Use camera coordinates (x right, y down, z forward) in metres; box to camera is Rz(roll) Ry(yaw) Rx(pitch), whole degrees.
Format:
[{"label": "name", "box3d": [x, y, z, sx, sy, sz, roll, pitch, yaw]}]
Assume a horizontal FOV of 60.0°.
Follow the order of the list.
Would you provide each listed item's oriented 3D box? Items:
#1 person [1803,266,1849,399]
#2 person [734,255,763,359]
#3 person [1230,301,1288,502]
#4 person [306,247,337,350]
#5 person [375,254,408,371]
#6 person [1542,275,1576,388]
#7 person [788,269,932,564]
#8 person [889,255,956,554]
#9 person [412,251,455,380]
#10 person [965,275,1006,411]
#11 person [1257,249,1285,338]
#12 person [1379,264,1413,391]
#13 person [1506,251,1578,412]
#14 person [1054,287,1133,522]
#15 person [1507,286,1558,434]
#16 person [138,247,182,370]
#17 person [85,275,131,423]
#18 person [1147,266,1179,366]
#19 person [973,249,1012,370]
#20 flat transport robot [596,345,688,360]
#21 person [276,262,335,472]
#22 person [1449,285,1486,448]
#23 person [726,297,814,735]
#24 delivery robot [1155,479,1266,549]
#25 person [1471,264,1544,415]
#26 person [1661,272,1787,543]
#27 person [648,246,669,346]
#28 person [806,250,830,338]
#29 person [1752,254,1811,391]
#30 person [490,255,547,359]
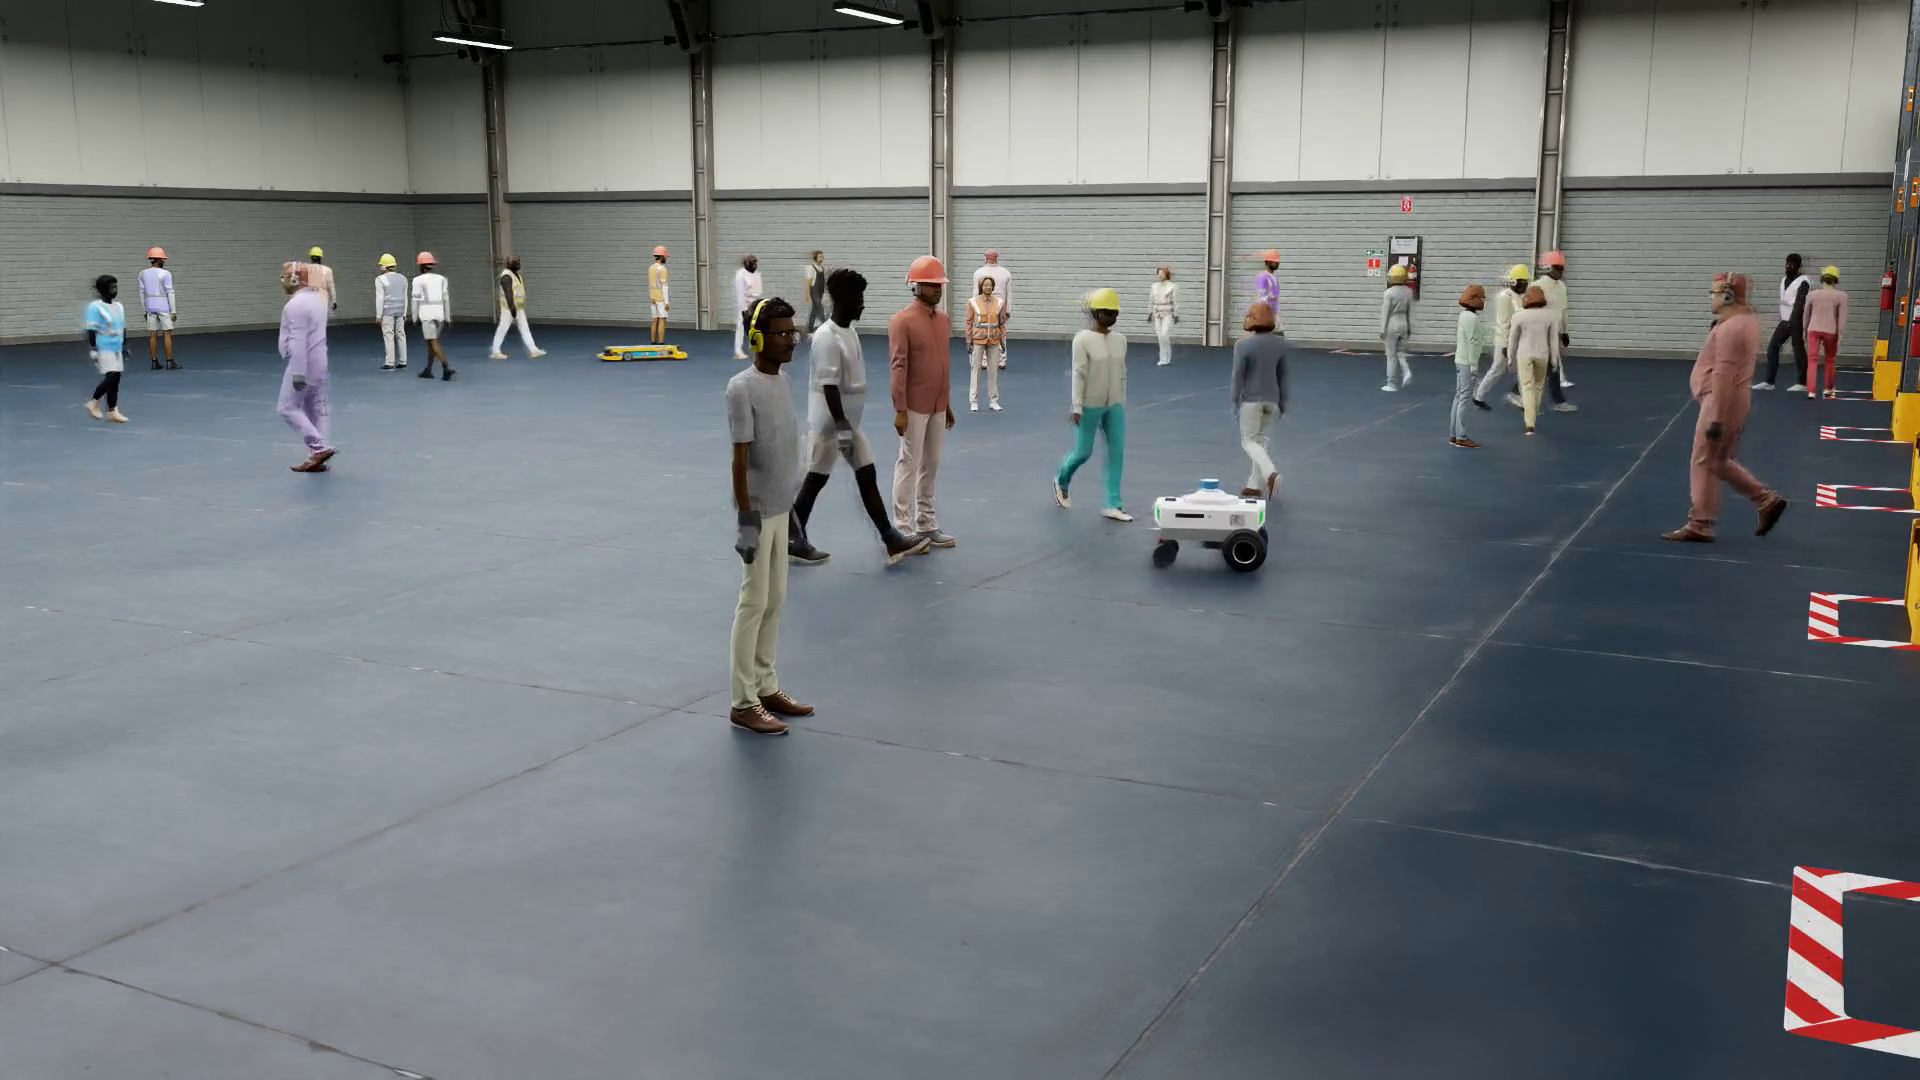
[{"label": "person", "box3d": [11.335, -2.716, 21.825, 0.528, 1.723, 0.883, 6, 12, 30]}, {"label": "person", "box3d": [-3.539, -3.977, 28.500, 0.961, 1.788, 0.647, 7, 12, 33]}, {"label": "person", "box3d": [2.425, -1.097, 13.308, 0.503, 1.614, 0.675, -4, 11, -23]}, {"label": "person", "box3d": [-11.958, -4.505, 31.080, 0.609, 1.897, 0.791, -1, 10, -4]}, {"label": "person", "box3d": [-8.978, -3.584, 26.230, 0.404, 1.836, 0.597, 6, 12, 30]}, {"label": "person", "box3d": [8.303, -2.910, 23.190, 0.794, 1.607, 0.521, 6, 12, 30]}, {"label": "person", "box3d": [-0.701, -0.767, 10.654, 1.001, 1.906, 0.630, 3, 11, 16]}, {"label": "person", "box3d": [-0.234, -0.913, 11.235, 0.396, 1.992, 0.623, 7, 13, 34]}, {"label": "person", "box3d": [-7.775, -3.305, 24.566, 0.945, 1.902, 0.555, 9, 13, 39]}, {"label": "person", "box3d": [0.313, -2.393, 20.264, 0.515, 1.645, 0.309, -3, 11, -16]}, {"label": "person", "box3d": [4.770, -3.481, 25.443, 0.452, 1.921, 0.561, 7, 13, 34]}, {"label": "person", "box3d": [5.957, -2.892, 22.725, 0.504, 1.728, 0.404, -6, 12, -28]}, {"label": "person", "box3d": [7.184, -2.577, 20.457, 0.621, 1.951, 1.012, -9, 14, -40]}, {"label": "person", "box3d": [1.022, -1.034, 12.554, 0.531, 1.742, 0.729, -7, 12, -32]}, {"label": "person", "box3d": [6.195, -1.957, 18.037, 0.501, 1.579, 0.873, 1, 10, 5]}, {"label": "person", "box3d": [-12.695, -3.661, 26.389, 0.552, 1.931, 0.369, 1, 10, 6]}, {"label": "person", "box3d": [-9.654, -2.155, 18.846, 0.383, 1.684, 0.547, 1, 10, 6]}, {"label": "person", "box3d": [3.302, -3.656, 27.196, 0.531, 1.621, 0.409, 10, 14, 43]}, {"label": "person", "box3d": [0.496, -3.659, 26.455, 0.650, 1.906, 0.401, -3, 11, -18]}, {"label": "flat transport robot", "box3d": [-5.459, -3.222, 28.532, 1.431, 0.197, 0.652, -5, 11, -23]}, {"label": "person", "box3d": [-5.893, -1.534, 14.890, 0.427, 1.892, 0.676, -1, 10, -5]}, {"label": "person", "box3d": [5.144, -1.755, 16.812, 0.265, 1.631, 0.508, 1, 10, 4]}, {"label": "person", "box3d": [-0.830, -0.109, 7.202, 0.313, 1.867, 0.528, 3, 11, 17]}, {"label": "delivery robot", "box3d": [1.616, -0.151, 10.754, 0.707, 0.478, 0.477, 2, 11, 11]}, {"label": "person", "box3d": [6.559, -2.395, 19.910, 0.618, 1.794, 0.892, -9, 14, -42]}, {"label": "person", "box3d": [5.304, -0.895, 11.436, 0.675, 1.886, 0.645, 6, 12, 31]}, {"label": "person", "box3d": [-5.480, -4.410, 30.462, 0.368, 1.935, 0.551, -9, 13, -39]}, {"label": "person", "box3d": [-2.839, -5.054, 34.323, 0.906, 1.805, 0.539, 5, 12, 26]}, {"label": "person", "box3d": [11.303, -2.960, 22.739, 0.831, 1.871, 0.609, -1, 10, -6]}, {"label": "person", "box3d": [-7.708, -4.017, 28.738, 0.975, 1.790, 0.654, 1, 10, 6]}]
